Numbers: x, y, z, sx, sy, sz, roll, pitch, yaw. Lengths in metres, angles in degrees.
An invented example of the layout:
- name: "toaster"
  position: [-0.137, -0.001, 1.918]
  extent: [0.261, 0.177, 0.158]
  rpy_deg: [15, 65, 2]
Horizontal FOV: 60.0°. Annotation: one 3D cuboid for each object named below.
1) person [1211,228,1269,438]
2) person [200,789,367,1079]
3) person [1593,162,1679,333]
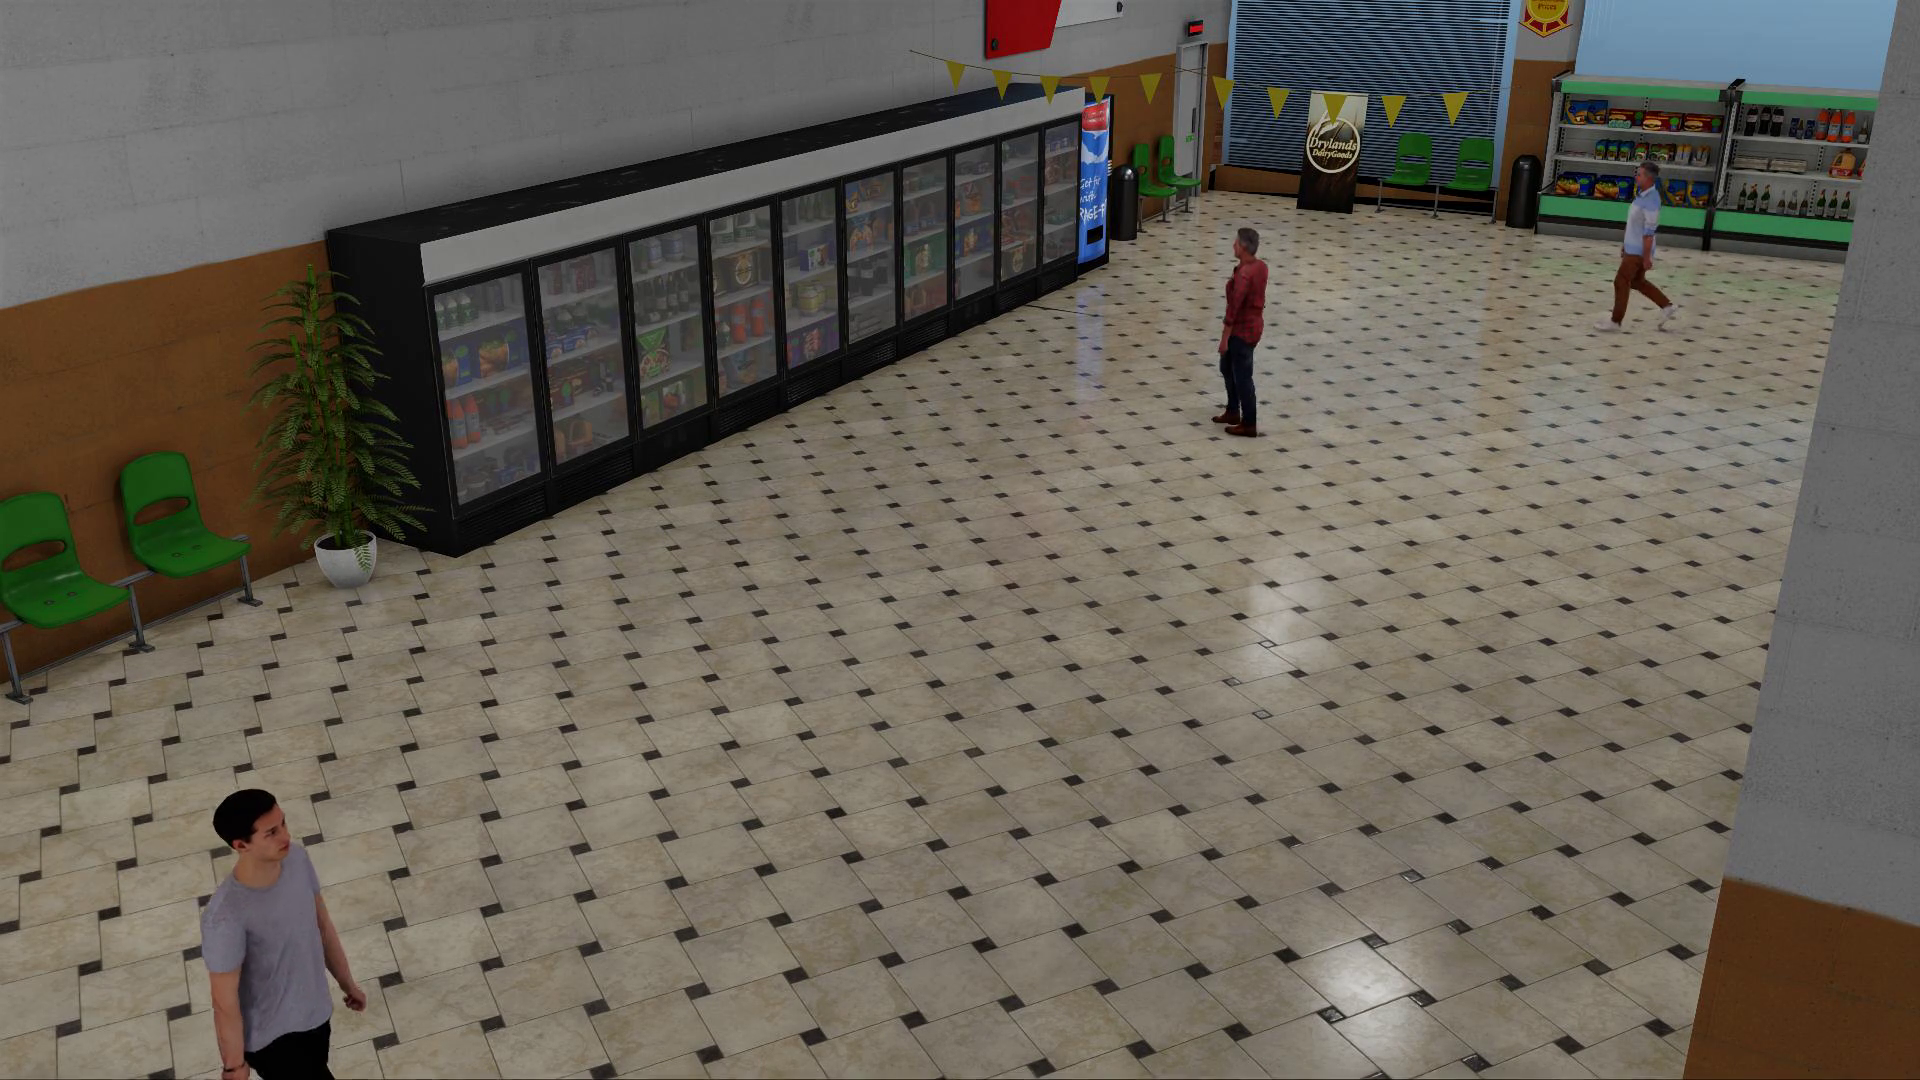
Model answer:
- name: "person"
  position: [2.543, -1.774, 14.393]
  extent: [0.694, 1.817, 0.704]
  rpy_deg: [12, 25, 27]
- name: "person"
  position: [-2.421, 1.671, 5.780]
  extent: [0.851, 1.847, 0.804]
  rpy_deg: [2, 22, 5]
- name: "person"
  position: [7.306, -3.092, 17.691]
  extent: [1.134, 1.804, 0.826]
  rpy_deg: [6, 23, 14]
